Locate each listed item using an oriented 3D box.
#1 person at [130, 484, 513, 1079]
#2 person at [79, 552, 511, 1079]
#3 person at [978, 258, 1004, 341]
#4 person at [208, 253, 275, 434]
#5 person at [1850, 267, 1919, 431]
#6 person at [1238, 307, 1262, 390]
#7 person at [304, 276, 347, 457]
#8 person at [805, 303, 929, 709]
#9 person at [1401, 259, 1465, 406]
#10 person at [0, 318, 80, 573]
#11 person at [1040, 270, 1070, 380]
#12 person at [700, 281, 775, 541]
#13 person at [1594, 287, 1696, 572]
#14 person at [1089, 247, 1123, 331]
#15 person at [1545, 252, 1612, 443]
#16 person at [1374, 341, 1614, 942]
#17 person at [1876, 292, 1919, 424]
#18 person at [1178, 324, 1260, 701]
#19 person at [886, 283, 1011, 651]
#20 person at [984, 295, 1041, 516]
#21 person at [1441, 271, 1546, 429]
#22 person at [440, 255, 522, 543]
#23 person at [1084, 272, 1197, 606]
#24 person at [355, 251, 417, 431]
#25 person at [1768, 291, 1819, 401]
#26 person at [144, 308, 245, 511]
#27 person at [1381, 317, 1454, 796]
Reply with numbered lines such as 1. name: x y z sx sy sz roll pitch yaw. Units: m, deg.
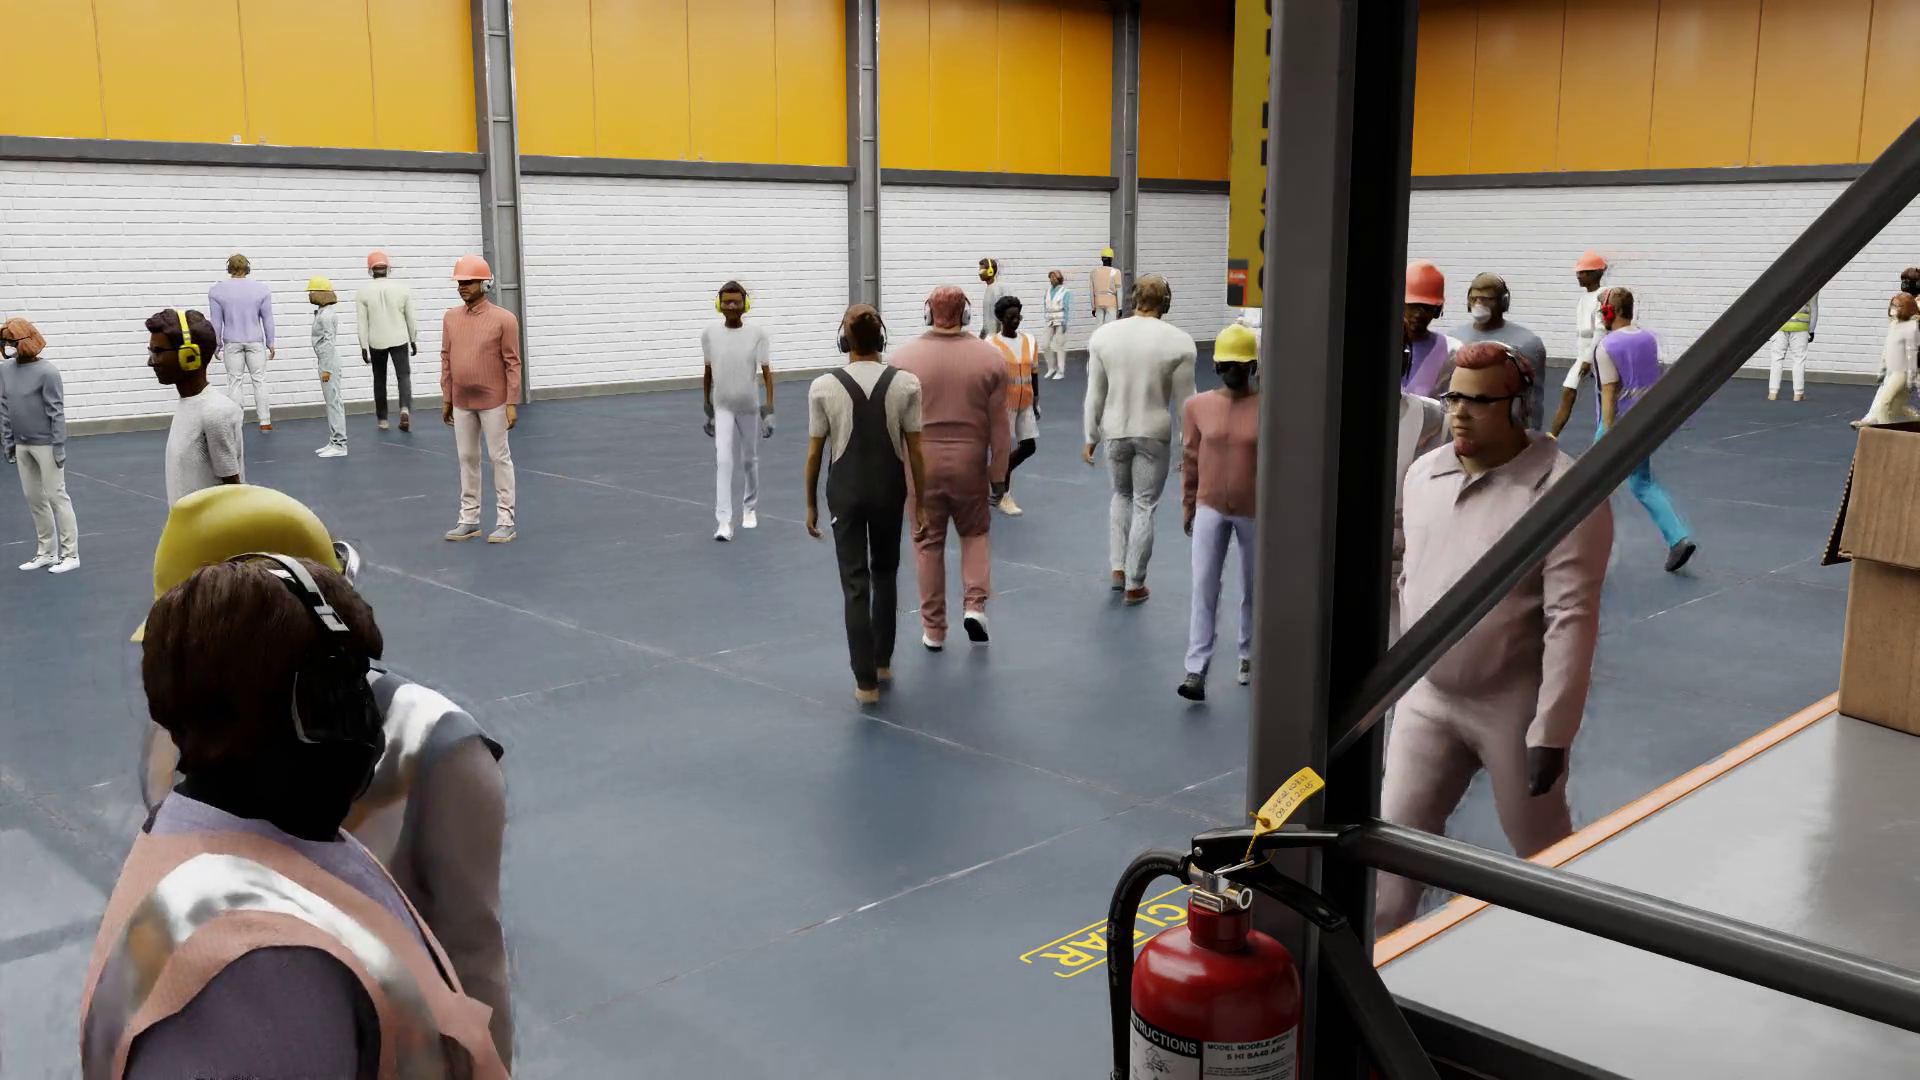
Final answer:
1. person: -0.917 0.783 2.556 0.593 1.802 0.731 3 11 16
2. person: -0.655 0.913 1.797 0.587 1.807 0.649 -4 11 -19
3. person: 0.373 -2.513 20.369 0.435 1.851 0.550 -2 11 -10
4. person: -7.692 -2.099 17.868 0.636 1.938 0.358 -4 11 -22
5. person: 10.104 -2.002 17.753 0.979 1.786 0.642 -1 10 -7
6. person: 3.188 -2.085 17.842 0.565 1.918 0.402 10 14 43
7. person: -6.148 -1.679 16.111 0.296 1.744 0.488 -4 11 -23
8. person: -0.444 -0.175 7.682 0.547 1.821 0.731 -2 11 -10
9. person: 2.110 -0.327 7.993 0.639 2.012 0.584 2 11 13
10. person: -5.843 -0.591 10.522 0.492 1.624 0.308 5 11 23
11. person: 1.411 -3.170 24.575 0.518 1.624 0.381 9 14 40
12. person: -1.575 -0.927 11.832 0.538 1.813 0.994 0 10 -1
13. person: 4.298 -0.698 10.582 0.600 1.809 0.812 -7 12 -32
14. person: 2.459 -3.938 27.923 0.587 1.929 0.361 6 12 28
15. person: 6.043 -1.764 15.973 1.100 1.979 0.612 -2 11 -10
16. person: 1.323 0.421 4.353 0.938 1.860 0.664 -7 13 -35
17. person: 9.065 -1.576 15.926 0.730 1.605 0.508 2 11 11
18. person: 1.252 -0.116 7.639 0.542 1.717 0.901 3 11 18
19. person: -0.077 -0.365 8.551 0.649 1.895 0.434 -1 10 -5
20. person: 0.356 -1.038 12.779 0.542 1.679 0.481 -7 12 -32
21. person: 2.914 -0.526 9.313 0.642 1.942 0.396 8 13 39
22. person: -3.343 -0.973 11.573 0.611 1.996 0.379 3 11 17
23. person: 1.073 -0.588 9.687 0.645 1.915 0.591 4 11 22
24. person: -6.270 -2.177 18.216 0.630 1.968 0.878 -3 11 -18
25. person: 10.741 -2.721 21.526 0.624 1.844 0.430 6 12 30
26. person: -2.824 0.073 6.221 0.313 1.866 0.538 -8 13 -36
27. person: 1.428 0.138 5.822 0.579 1.881 0.342 3 11 15
